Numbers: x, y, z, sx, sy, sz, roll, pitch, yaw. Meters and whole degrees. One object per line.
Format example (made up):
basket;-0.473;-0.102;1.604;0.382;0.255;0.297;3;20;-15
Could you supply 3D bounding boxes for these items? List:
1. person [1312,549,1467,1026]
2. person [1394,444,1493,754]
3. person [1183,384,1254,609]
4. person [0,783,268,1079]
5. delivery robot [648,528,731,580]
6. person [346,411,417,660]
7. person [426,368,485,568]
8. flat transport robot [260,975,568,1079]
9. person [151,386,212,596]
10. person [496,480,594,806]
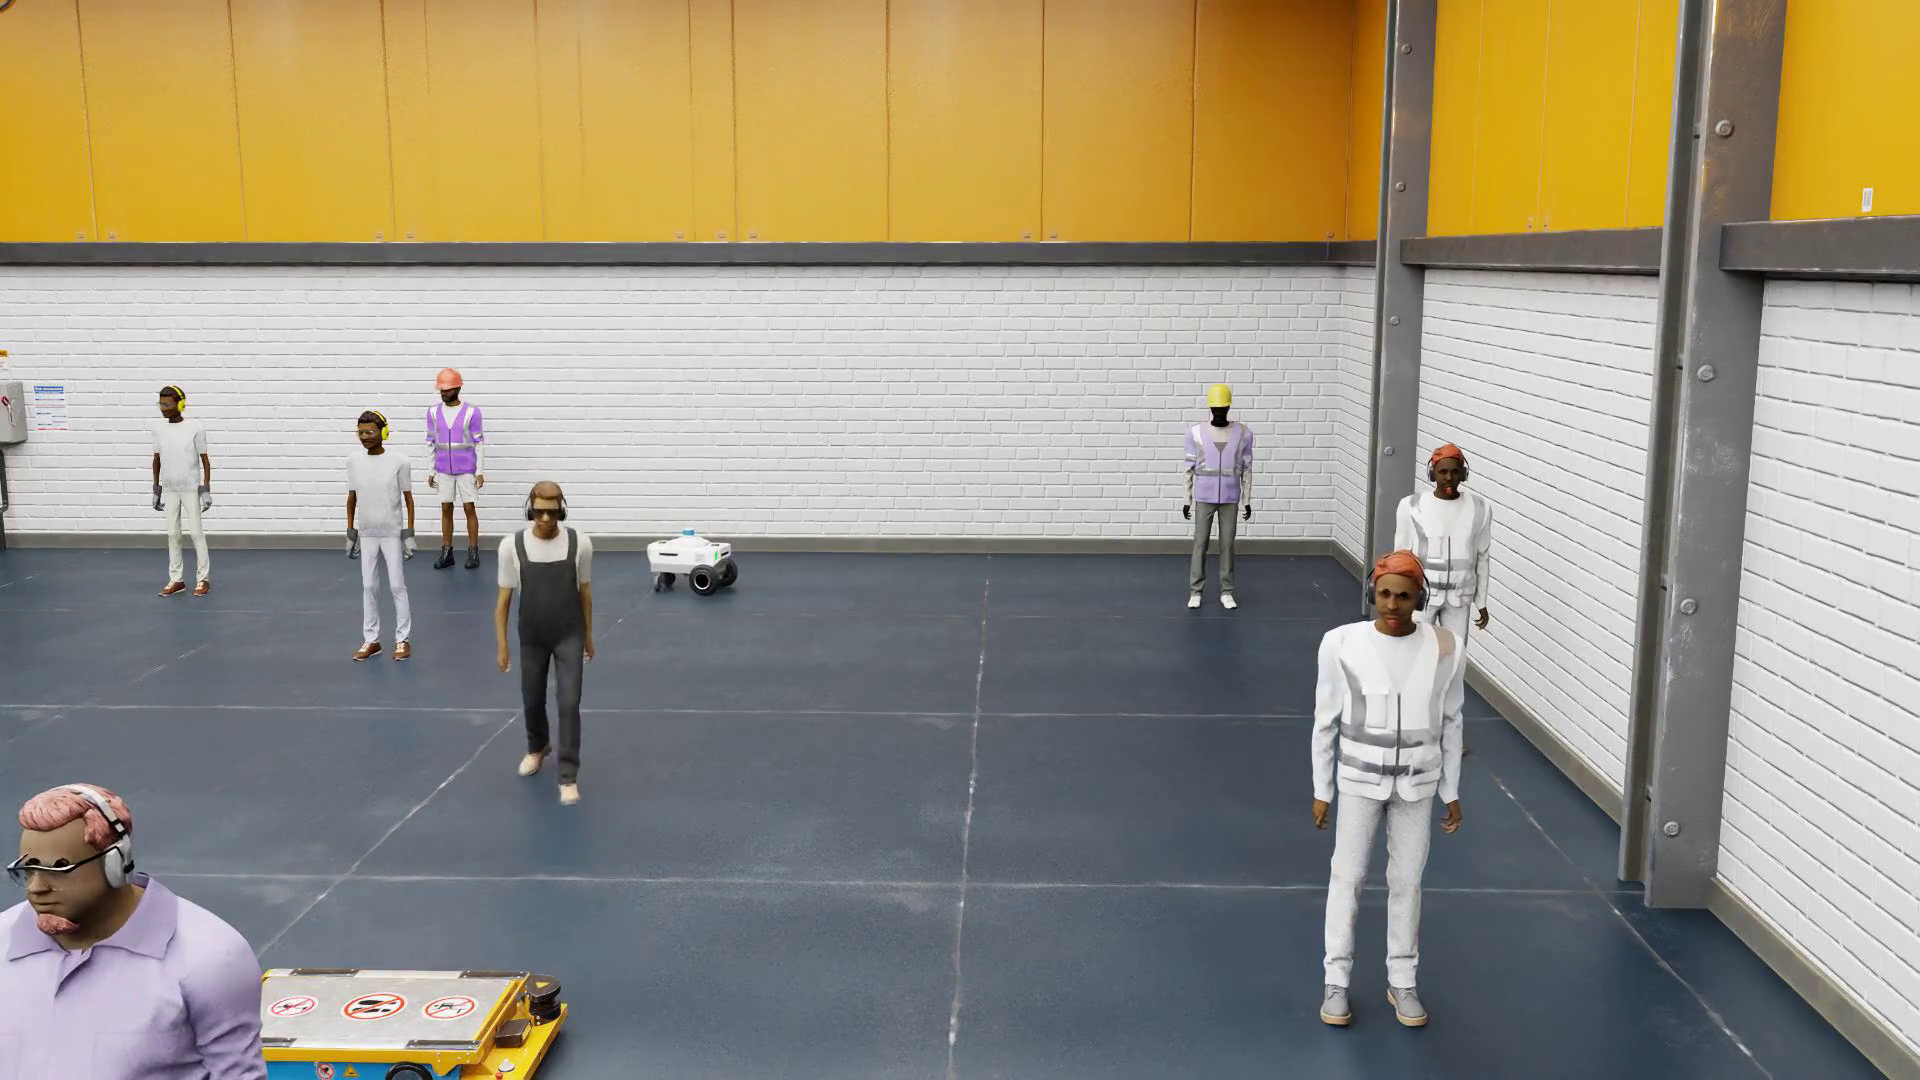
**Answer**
person;1.657;0.962;6.465;0.582;1.882;0.338;0;10;2
person;2.883;0.363;9.986;0.582;1.878;0.338;0;10;2
person;2.186;-0.365;14.105;0.593;1.925;0.384;0;10;2
person;-1.827;1.443;3.582;0.649;1.906;0.401;0;10;2
delivery robot;-2.429;0.136;14.913;0.707;0.478;0.477;3;10;16
person;-4.294;-0.032;12.327;0.528;1.869;0.313;0;10;2
person;-4.835;-0.679;15.925;0.550;1.933;0.374;0;10;2
flat transport robot;-2.249;1.820;6.161;1.431;0.197;0.652;0;10;2
person;-6.867;-0.429;14.668;0.528;1.865;0.313;0;10;2
person;-2.315;0.525;9.309;0.531;1.807;0.785;-3;10;-15
